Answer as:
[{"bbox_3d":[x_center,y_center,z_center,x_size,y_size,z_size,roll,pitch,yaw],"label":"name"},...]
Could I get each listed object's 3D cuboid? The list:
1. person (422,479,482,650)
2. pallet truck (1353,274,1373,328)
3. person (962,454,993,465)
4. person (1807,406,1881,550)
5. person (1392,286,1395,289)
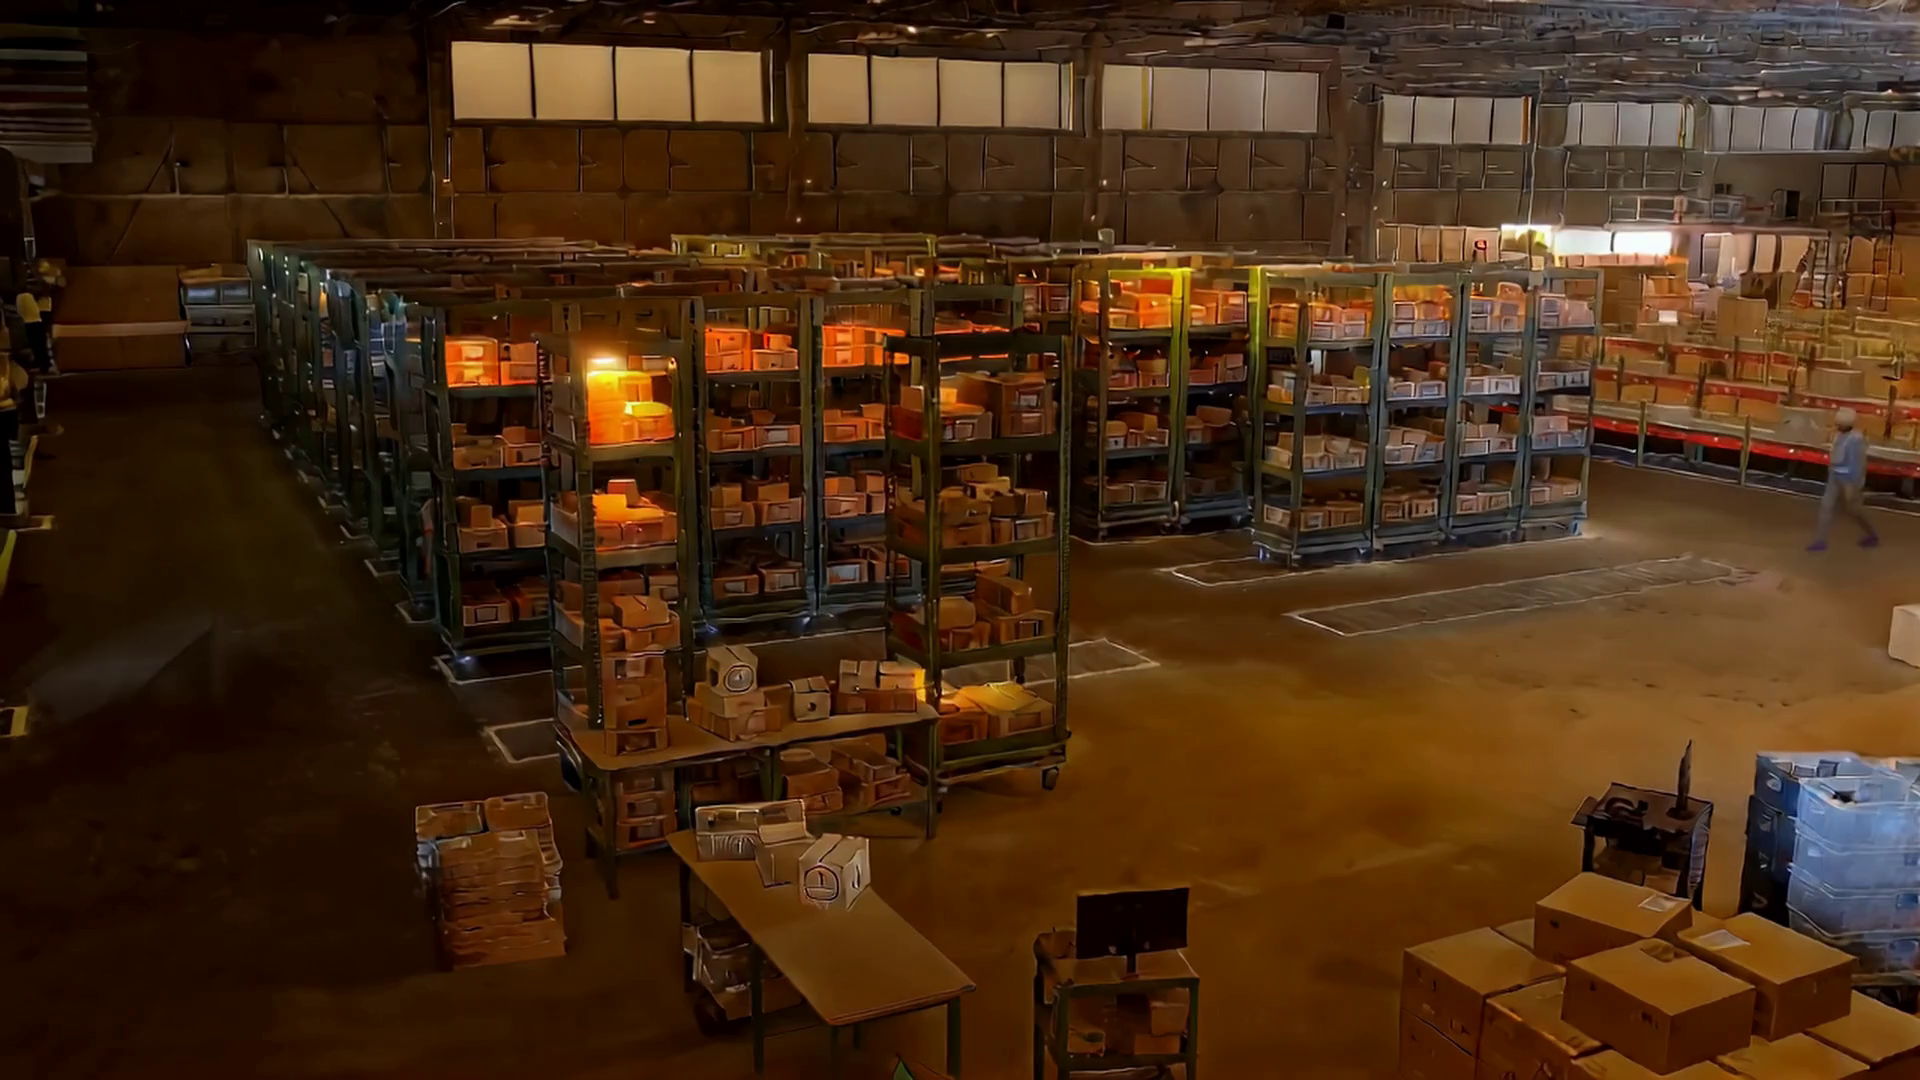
[{"bbox_3d":[-5.207,0.188,17.082,0.563,1.839,0.389,-9,15,-36],"label":"person"},{"bbox_3d":[13.011,-8.050,55.243,0.823,1.965,1.885,-7,14,-28],"label":"pallet truck"},{"bbox_3d":[0.234,-0.932,22.335,0.403,1.833,0.591,-2,12,-8],"label":"person"},{"bbox_3d":[11.544,-0.796,21.543,0.926,1.914,0.621,-3,12,-13],"label":"person"},{"bbox_3d":[14.427,-7.879,54.785,0.954,1.852,0.654,-10,16,-40],"label":"person"}]
